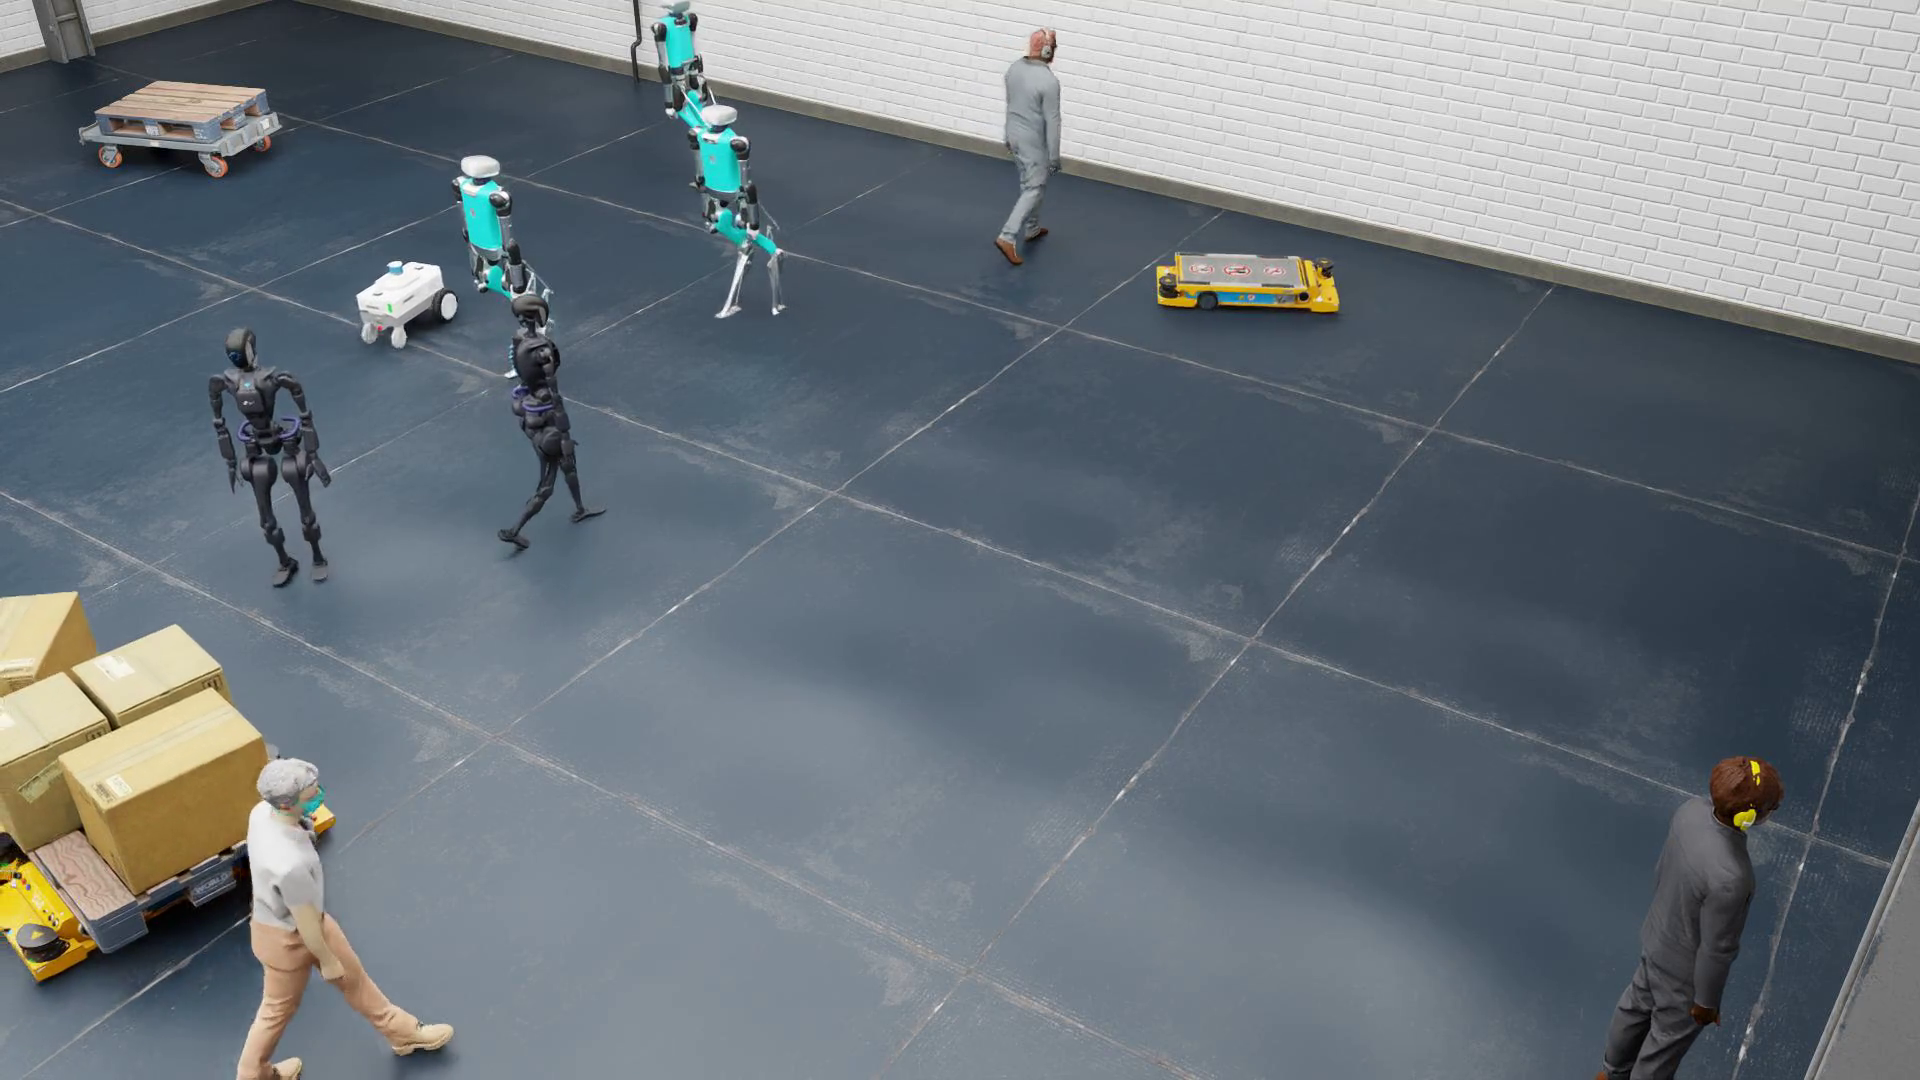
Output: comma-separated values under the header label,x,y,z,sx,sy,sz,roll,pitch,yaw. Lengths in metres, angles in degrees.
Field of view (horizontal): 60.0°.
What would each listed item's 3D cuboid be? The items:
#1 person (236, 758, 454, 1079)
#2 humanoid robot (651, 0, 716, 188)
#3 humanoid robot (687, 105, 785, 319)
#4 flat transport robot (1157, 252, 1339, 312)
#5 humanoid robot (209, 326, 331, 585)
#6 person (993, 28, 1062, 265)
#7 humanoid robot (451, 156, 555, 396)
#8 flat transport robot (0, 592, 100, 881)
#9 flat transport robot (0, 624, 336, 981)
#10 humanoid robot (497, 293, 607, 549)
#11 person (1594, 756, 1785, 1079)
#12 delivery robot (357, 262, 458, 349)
label,x,y,z,sx,sy,sz,roll,pitch,yaw
person,-2.617,1.526,6.571,0.881,1.684,0.477,-11,34,-16
humanoid robot,-2.356,-3.952,15.153,0.742,1.894,0.543,19,37,27
humanoid robot,-1.658,-2.550,12.891,0.532,1.797,0.801,17,36,24
flat transport robot,2.324,-2.089,13.507,1.431,0.231,0.659,3,33,4
humanoid robot,-4.005,-0.485,9.708,0.586,1.655,0.323,-4,33,-6
person,0.542,-3.308,13.915,0.778,1.879,0.676,-21,38,-30
humanoid robot,-3.152,-1.942,11.878,0.543,1.754,0.679,22,39,30
flat transport robot,-4.895,1.191,8.403,0.659,0.231,1.431,-5,33,-7
flat transport robot,-3.808,1.493,7.933,0.659,0.231,1.431,28,42,36
humanoid robot,-2.581,-0.729,10.134,0.755,1.636,0.611,-21,38,-29
person,2.769,1.573,6.324,0.345,1.874,0.501,0,33,0
delivery robot,-4.316,-1.866,12.911,0.499,0.612,0.814,11,34,17
